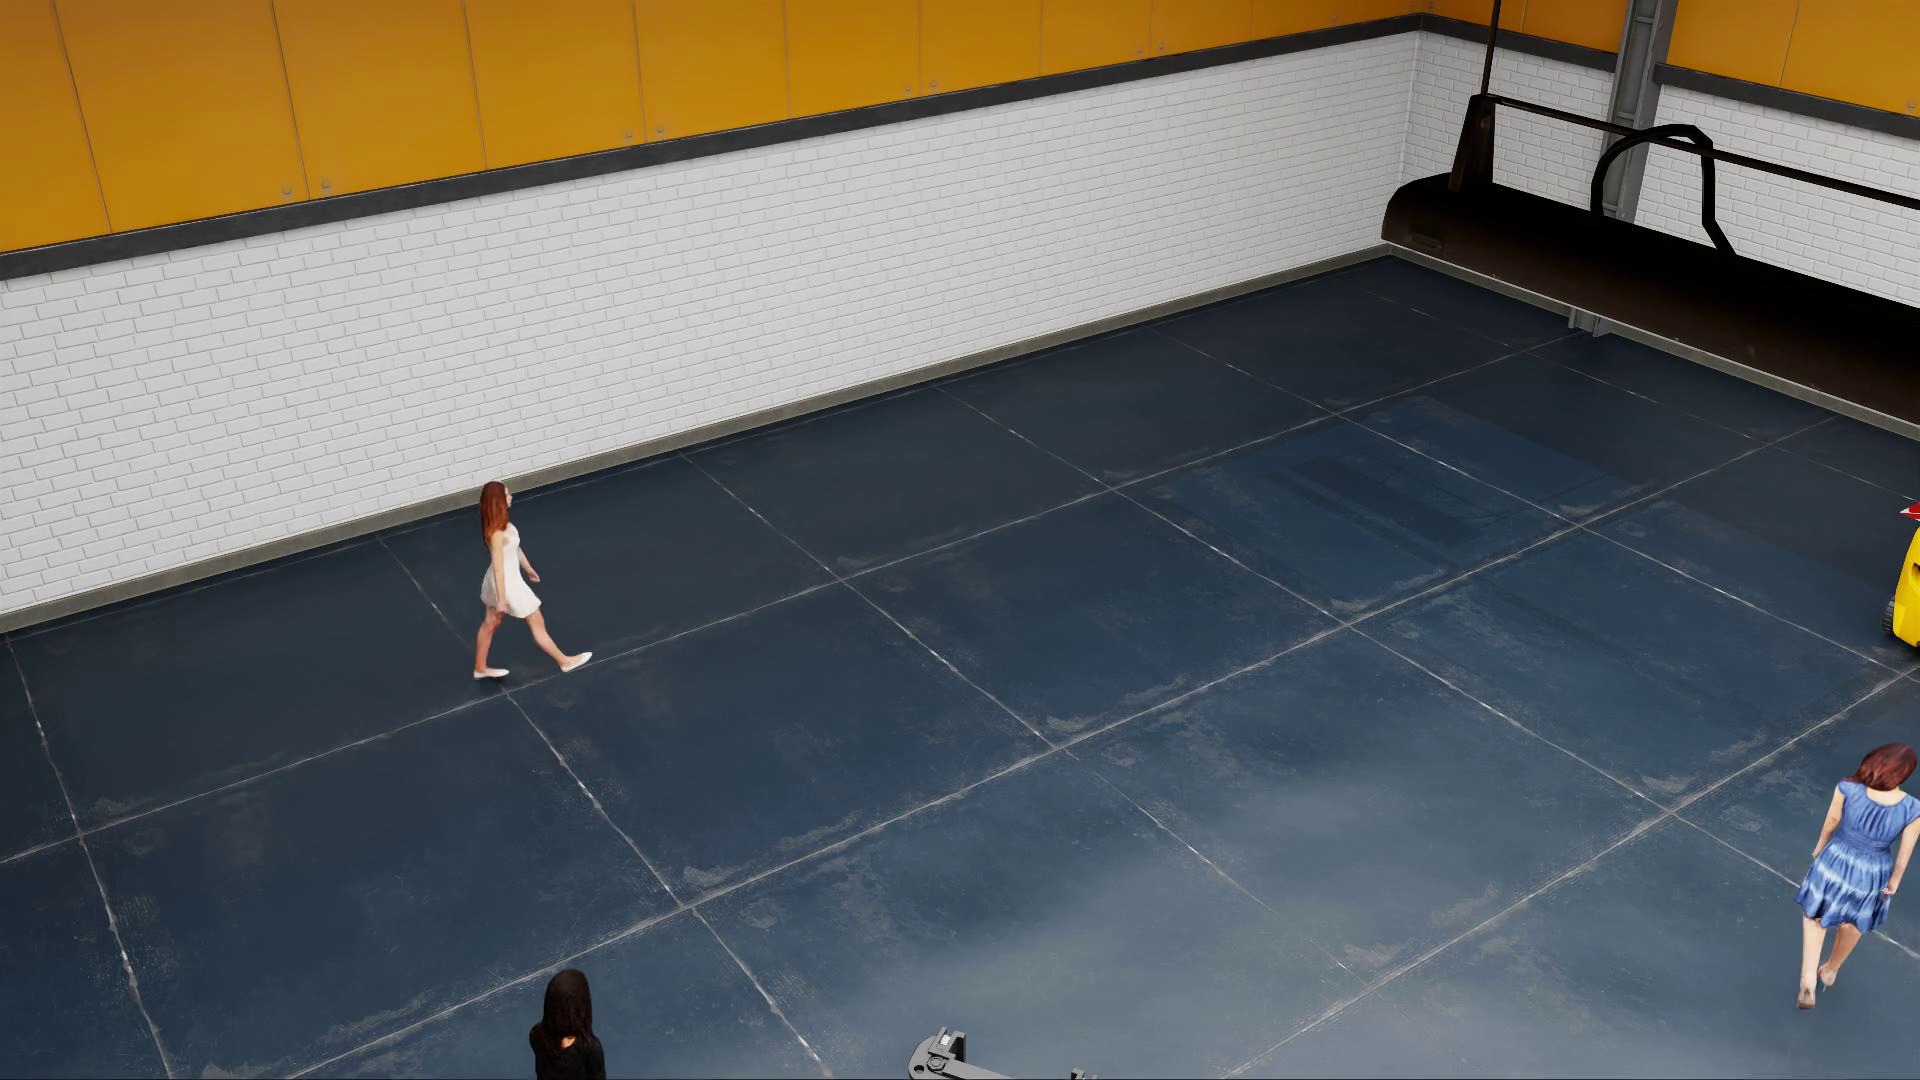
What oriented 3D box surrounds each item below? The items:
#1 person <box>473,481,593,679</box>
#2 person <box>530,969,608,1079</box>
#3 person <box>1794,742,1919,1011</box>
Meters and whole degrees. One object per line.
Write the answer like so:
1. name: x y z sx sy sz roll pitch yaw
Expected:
1. person: -3.495 0.352 12.472 0.865 1.660 1.124 -8 30 -14
2. person: -1.884 2.806 8.000 0.771 1.635 0.824 7 29 13
3. person: 5.038 1.955 9.403 0.985 1.784 0.964 14 31 23
